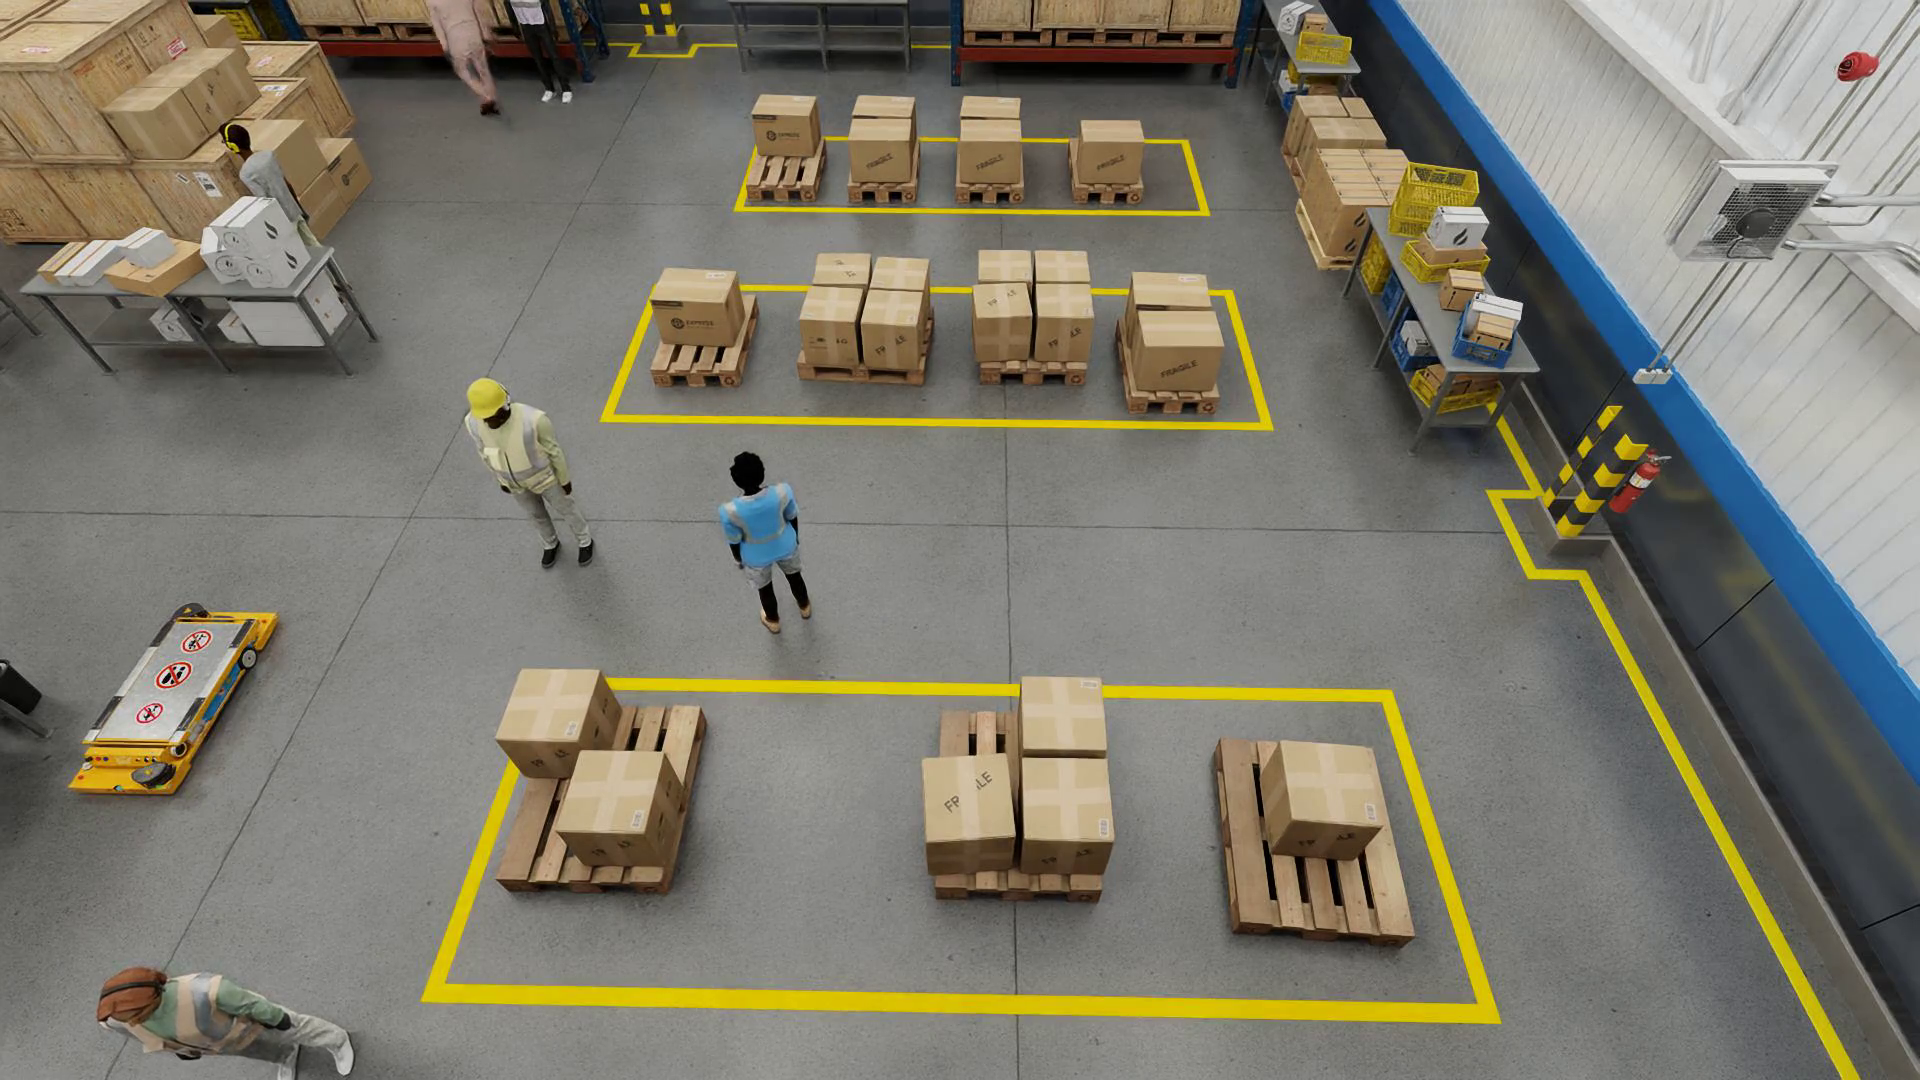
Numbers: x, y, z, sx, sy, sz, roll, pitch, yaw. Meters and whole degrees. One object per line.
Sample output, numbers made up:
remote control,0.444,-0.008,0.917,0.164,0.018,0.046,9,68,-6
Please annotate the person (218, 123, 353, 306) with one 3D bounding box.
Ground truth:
person,-6.595,-3.138,8.965,0.313,1.869,0.538,0,50,0

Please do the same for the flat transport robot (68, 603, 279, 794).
flat transport robot,-5.504,1.072,6.442,0.652,0.197,1.431,1,50,1

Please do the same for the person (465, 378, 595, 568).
person,-3.160,-0.472,6.741,0.584,1.824,0.403,-1,50,0

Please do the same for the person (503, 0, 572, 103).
person,-5.580,-6.750,11.999,0.597,1.908,0.409,1,50,1

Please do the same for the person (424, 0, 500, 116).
person,-6.354,-6.410,11.716,0.413,1.892,0.657,35,58,26

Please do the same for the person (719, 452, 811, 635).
person,-1.339,0.049,6.378,0.533,1.697,0.322,-22,53,-18

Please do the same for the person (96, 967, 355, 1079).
person,-3.549,2.375,4.455,0.515,1.633,0.317,-12,51,-10
